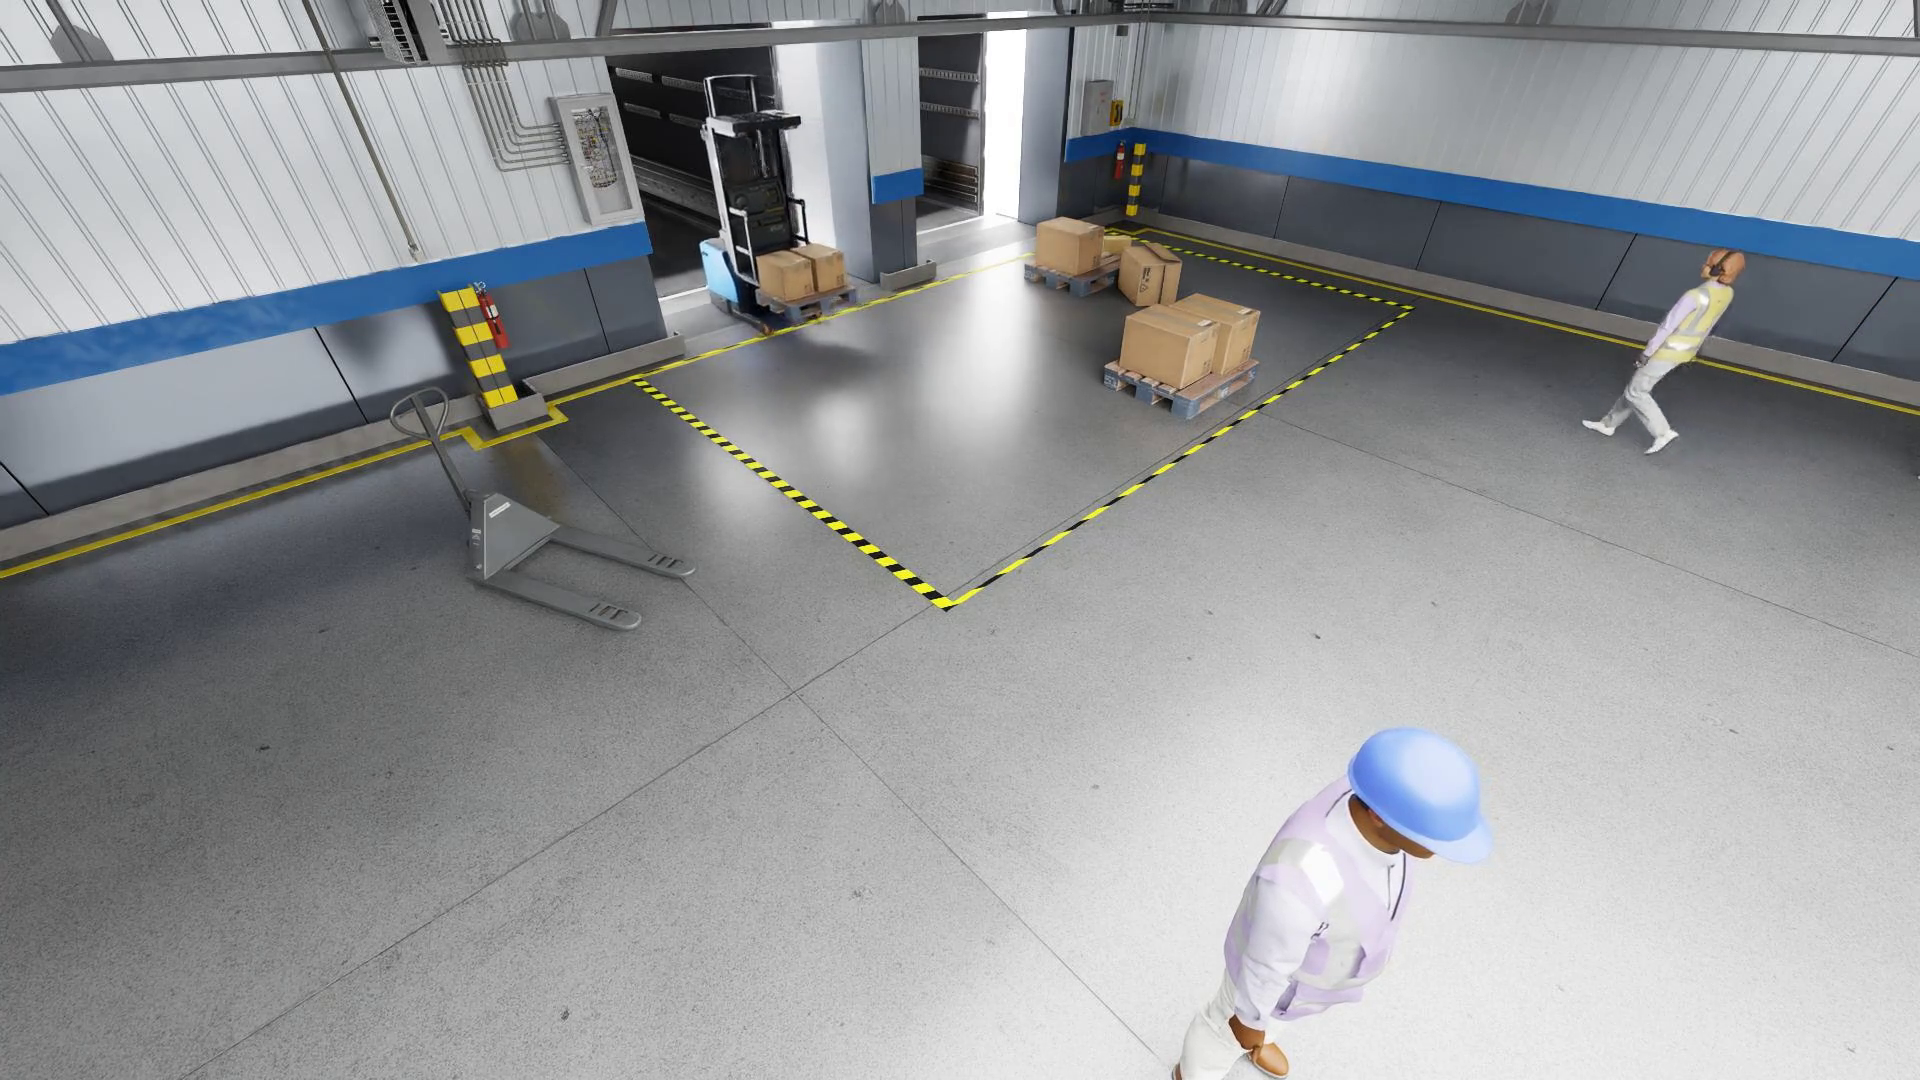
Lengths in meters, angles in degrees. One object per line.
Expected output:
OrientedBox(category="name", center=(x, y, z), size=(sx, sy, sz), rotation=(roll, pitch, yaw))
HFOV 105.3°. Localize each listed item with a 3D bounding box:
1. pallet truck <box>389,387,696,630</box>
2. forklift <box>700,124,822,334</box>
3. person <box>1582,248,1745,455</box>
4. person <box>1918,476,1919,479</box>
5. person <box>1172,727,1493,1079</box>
OrientedBox(category="pallet truck", center=(-2.613, -0.247, 4.593), size=(1.601, 1.201, 0.680), rotation=(14, 40, 17))
OrientedBox(category="forklift", center=(-2.489, -3.615, 8.296), size=(0.716, 2.013, 0.776), rotation=(-30, 47, -33))
OrientedBox(category="person", center=(5.713, -1.469, 5.861), size=(0.514, 1.616, 0.714), rotation=(-16, 40, -19))
OrientedBox(category="person", center=(7.869, -1.117, 5.305), size=(0.486, 1.744, 0.294), rotation=(-1, 38, -1))
OrientedBox(category="person", center=(0.985, 1.199, 2.142), size=(0.603, 1.949, 0.386), rotation=(-27, 45, -31))
